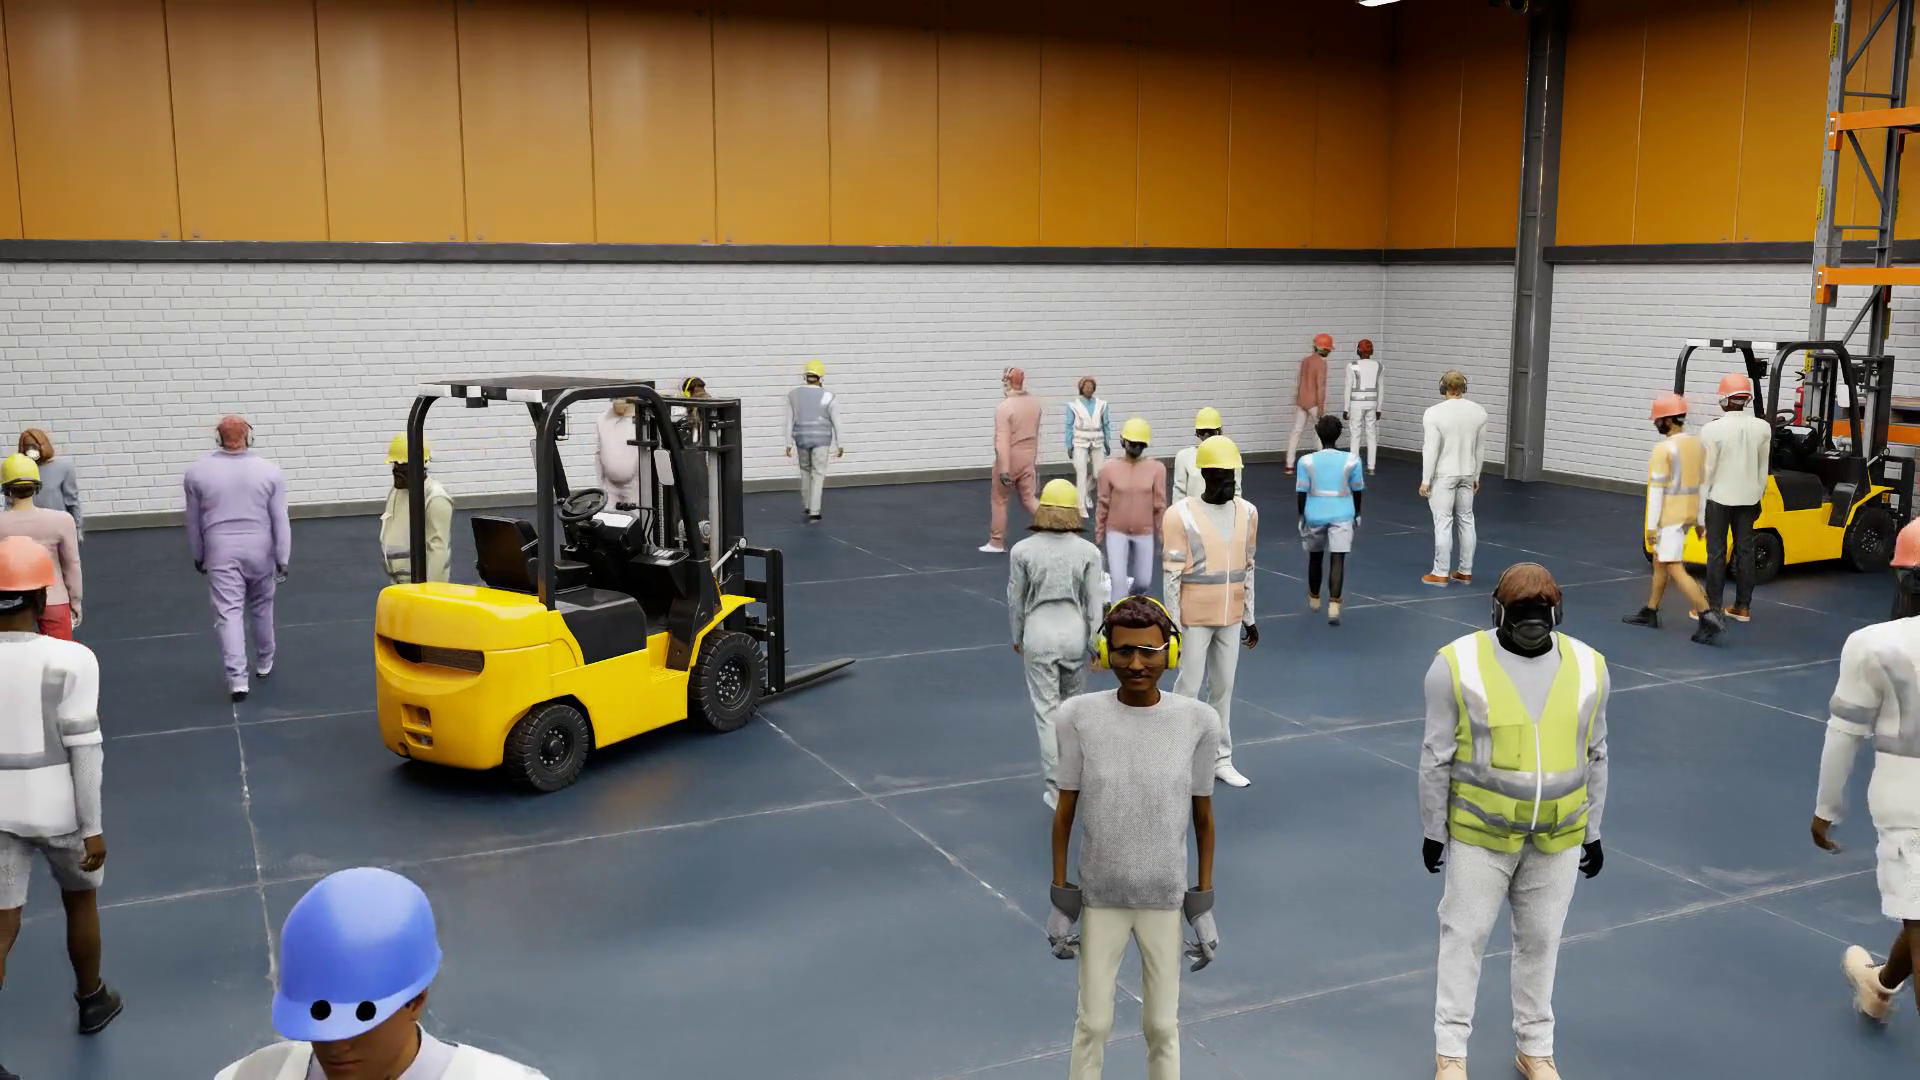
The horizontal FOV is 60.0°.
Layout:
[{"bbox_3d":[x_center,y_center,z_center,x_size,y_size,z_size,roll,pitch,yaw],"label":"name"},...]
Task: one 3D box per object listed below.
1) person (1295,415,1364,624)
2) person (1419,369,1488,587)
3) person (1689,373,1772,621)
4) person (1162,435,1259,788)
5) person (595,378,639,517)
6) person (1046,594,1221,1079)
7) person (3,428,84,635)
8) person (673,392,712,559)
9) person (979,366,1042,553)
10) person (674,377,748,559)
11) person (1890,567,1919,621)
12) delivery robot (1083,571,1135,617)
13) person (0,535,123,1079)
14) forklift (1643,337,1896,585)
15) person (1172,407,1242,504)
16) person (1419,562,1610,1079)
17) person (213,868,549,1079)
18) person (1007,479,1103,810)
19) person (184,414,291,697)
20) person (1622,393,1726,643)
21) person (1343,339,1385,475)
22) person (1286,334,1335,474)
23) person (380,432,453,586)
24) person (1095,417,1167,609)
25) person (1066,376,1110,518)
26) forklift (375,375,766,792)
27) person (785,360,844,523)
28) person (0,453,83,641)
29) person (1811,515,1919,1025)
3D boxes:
[{"bbox_3d":[2.965,-0.177,13.374,0.533,1.656,0.873,3,9,15],"label":"person"},{"bbox_3d":[4.373,-0.548,14.809,0.629,1.937,0.379,-3,10,-17],"label":"person"},{"bbox_3d":[6.136,-0.331,13.273,0.610,1.996,0.378,-2,9,-10],"label":"person"},{"bbox_3d":[1.358,0.399,8.953,0.588,1.930,0.362,-5,10,-27],"label":"person"},{"bbox_3d":[-2.910,-0.473,14.497,0.677,1.882,0.406,4,10,22],"label":"person"},{"bbox_3d":[0.511,1.078,4.928,0.513,1.872,0.328,0,9,2],"label":"person"},{"bbox_3d":[-6.970,-0.042,12.645,0.520,1.617,0.353,-3,10,-16],"label":"person"},{"bbox_3d":[-2.337,-0.362,14.099,0.707,1.802,0.397,2,9,12],"label":"person"},{"bbox_3d":[0.587,-0.768,16.363,0.857,1.881,0.649,9,13,43],"label":"person"},{"bbox_3d":[-2.519,-0.630,15.721,1.021,1.802,0.498,5,10,26],"label":"person"},{"bbox_3d":[4.354,0.650,7.224,0.634,1.978,0.670,4,10,25],"label":"person"},{"bbox_3d":[0.994,0.394,12.945,0.707,0.478,0.477,3,10,18],"label":"delivery robot"},{"bbox_3d":[-3.238,0.935,5.731,0.555,1.903,0.962,-1,9,-6],"label":"person"},{"bbox_3d":[7.551,-0.789,15.507,2.313,2.155,1.214,-4,10,-25],"label":"forklift"},{"bbox_3d":[1.903,-0.144,12.830,0.531,1.767,0.328,1,9,7],"label":"person"},{"bbox_3d":[1.869,0.981,5.611,0.633,1.841,0.429,0,9,1],"label":"person"},{"bbox_3d":[-0.930,1.441,2.559,0.635,1.911,0.892,2,9,10],"label":"person"},{"bbox_3d":[0.486,0.533,8.794,0.487,1.707,0.664,-1,9,-8],"label":"person"},{"bbox_3d":[-4.819,0.089,11.140,0.635,1.855,1.013,-4,10,-22],"label":"person"},{"bbox_3d":[5.513,-0.179,12.711,0.561,1.891,0.948,-6,11,-31],"label":"person"},{"bbox_3d":[5.562,-1.825,22.930,0.568,1.878,0.351,-2,9,-12],"label":"person"},{"bbox_3d":[4.888,-1.861,22.949,0.729,1.947,0.647,-4,10,-21],"label":"person"},{"bbox_3d":[-3.361,0.235,10.304,0.612,1.823,0.404,9,13,43],"label":"person"},{"bbox_3d":[1.262,-0.070,12.428,0.533,1.734,0.643,0,9,-3],"label":"person"},{"bbox_3d":[1.444,-1.074,19.024,0.533,1.623,0.448,-2,9,-15],"label":"person"},{"bbox_3d":[-2.268,0.149,9.685,1.214,2.155,2.313,6,11,32],"label":"forklift"},{"bbox_3d":[-1.600,-1.111,18.689,0.631,1.806,0.721,2,9,12],"label":"person"},{"bbox_3d":[-5.315,0.386,9.532,0.527,1.772,0.305,-6,11,-34],"label":"person"},{"bbox_3d":[3.279,0.896,5.701,0.624,1.970,1.114,1,9,6],"label":"person"}]
